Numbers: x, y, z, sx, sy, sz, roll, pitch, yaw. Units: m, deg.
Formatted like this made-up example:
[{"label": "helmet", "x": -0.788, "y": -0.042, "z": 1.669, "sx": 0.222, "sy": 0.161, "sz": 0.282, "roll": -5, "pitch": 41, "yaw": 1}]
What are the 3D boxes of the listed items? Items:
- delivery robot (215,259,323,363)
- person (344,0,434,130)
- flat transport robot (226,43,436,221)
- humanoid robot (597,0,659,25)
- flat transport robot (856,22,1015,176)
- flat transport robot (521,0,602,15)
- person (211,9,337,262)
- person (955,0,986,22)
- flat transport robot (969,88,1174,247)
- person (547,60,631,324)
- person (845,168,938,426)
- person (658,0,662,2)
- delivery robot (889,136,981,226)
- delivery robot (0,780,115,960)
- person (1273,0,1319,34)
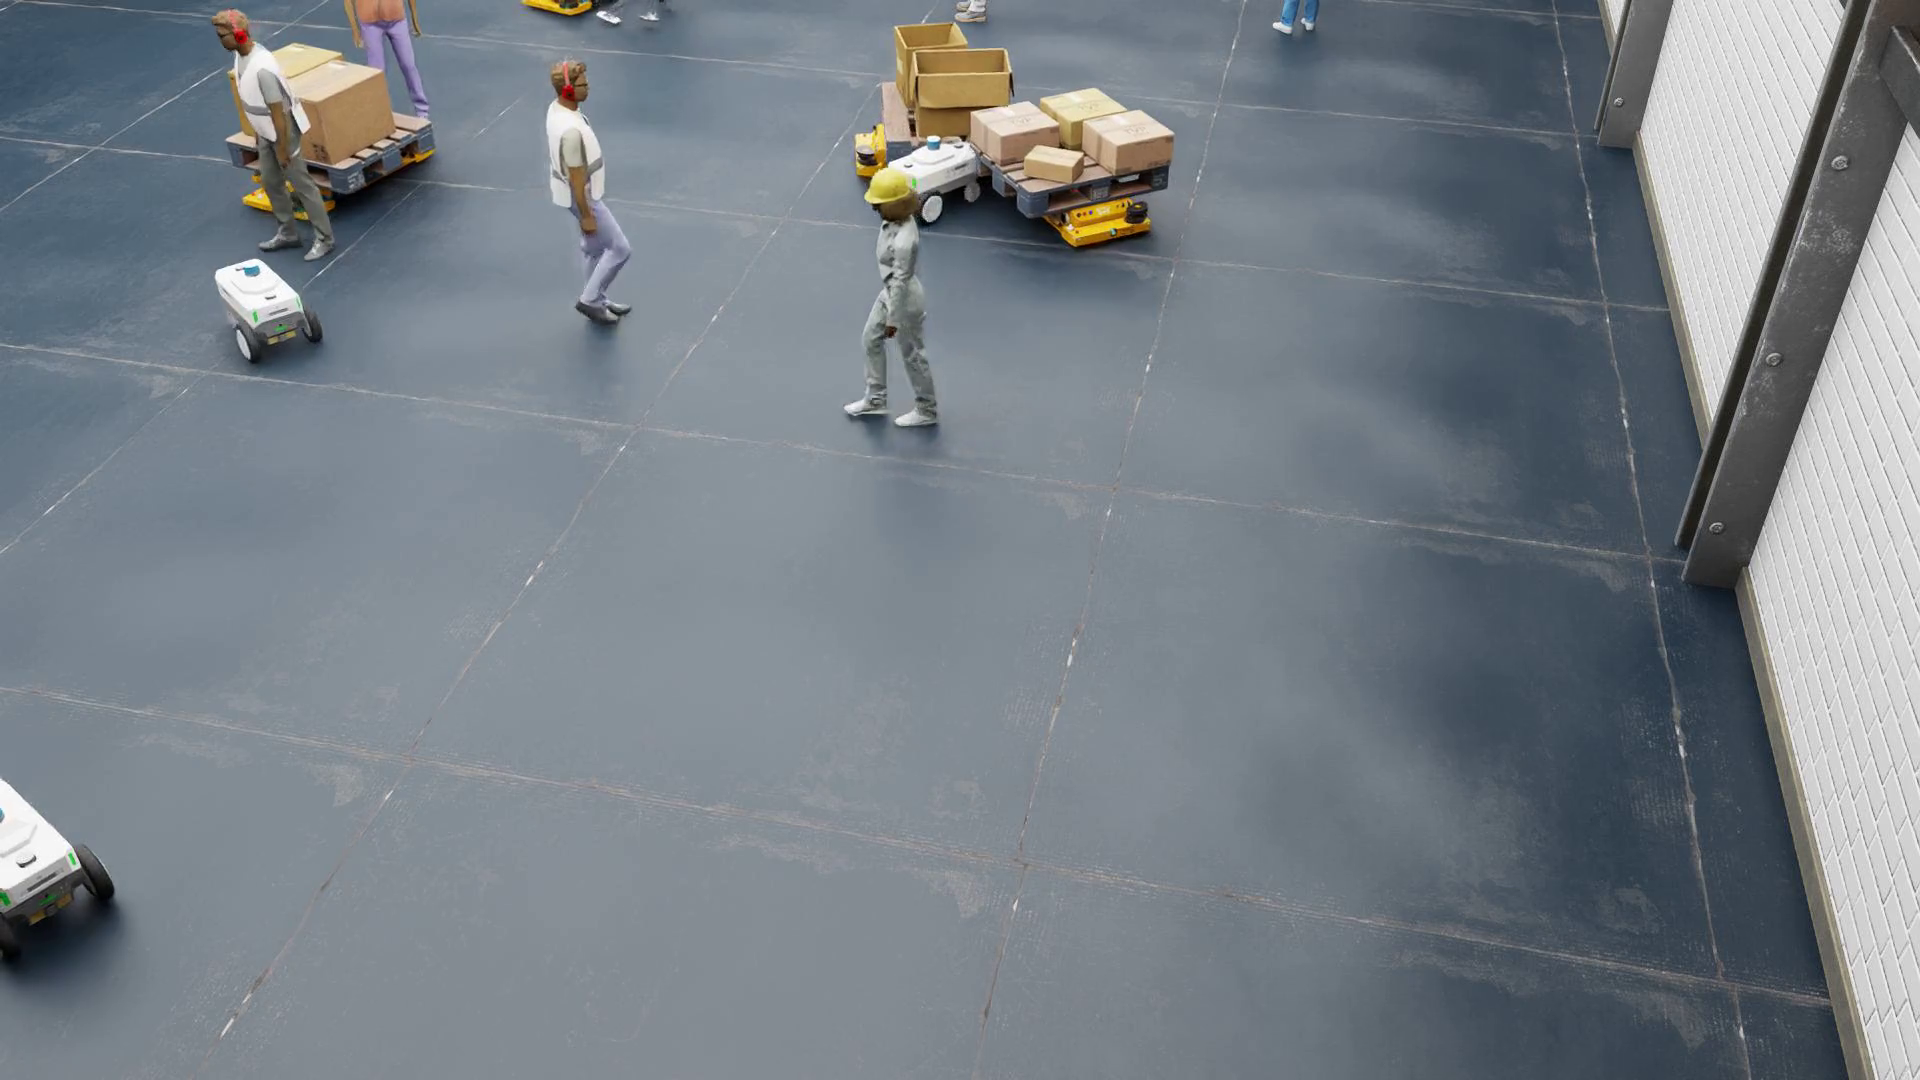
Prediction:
[{"label": "delivery robot", "x": -4.656, "y": -1.583, "z": 11.081, "sx": 0.499, "sy": 0.575, "sz": 0.759, "roll": -27, "pitch": 44, "yaw": -31}, {"label": "person", "x": -4.698, "y": -4.230, "z": 13.576, "sx": 0.577, "sy": 1.838, "sz": 0.443, "roll": -17, "pitch": 40, "yaw": -22}, {"label": "flat transport robot", "x": -4.903, "y": -2.931, "z": 13.141, "sx": 0.659, "sy": 0.231, "sz": 1.431, "roll": 17, "pitch": 40, "yaw": 21}, {"label": "humanoid robot", "x": -3.084, "y": -5.626, "z": 15.523, "sx": 0.930, "sy": 1.760, "sz": 0.548, "roll": 24, "pitch": 43, "yaw": 28}, {"label": "flat transport robot", "x": -0.123, "y": -3.178, "z": 13.471, "sx": 1.431, "sy": 0.231, "sz": 0.659, "roll": -2, "pitch": 37, "yaw": -3}, {"label": "flat transport robot", "x": -3.683, "y": -5.612, "z": 16.729, "sx": 0.659, "sy": 0.231, "sz": 1.431, "roll": 20, "pitch": 41, "yaw": 25}, {"label": "person", "x": -4.857, "y": -2.833, "z": 11.722, "sx": 0.533, "sy": 1.821, "sz": 0.565, "roll": -27, "pitch": 44, "yaw": -31}, {"label": "person", "x": 0.123, "y": -5.875, "z": 15.734, "sx": 0.355, "sy": 1.882, "sz": 0.573, "roll": 4, "pitch": 37, "yaw": 5}, {"label": "flat transport robot", "x": 0.825, "y": -2.681, "z": 12.806, "sx": 0.659, "sy": 0.231, "sz": 1.431, "roll": -16, "pitch": 40, "yaw": -21}, {"label": "person", "x": -2.441, "y": -2.251, "z": 10.918, "sx": 0.457, "sy": 1.832, "sz": 0.597, "roll": -10, "pitch": 38, "yaw": -14}, {"label": "person", "x": -0.449, "y": -1.409, "z": 9.888, "sx": 0.707, "sy": 1.711, "sz": 0.495, "roll": -6, "pitch": 37, "yaw": -7}, {"label": "person", "x": -2.926, "y": -6.073, "z": 16.178, "sx": 0.567, "sy": 1.668, "sz": 0.566, "roll": -19, "pitch": 41, "yaw": -24}, {"label": "delivery robot", "x": -0.206, "y": -2.787, "z": 12.703, "sx": 0.789, "sy": 0.587, "sz": 0.499, "roll": -29, "pitch": 46, "yaw": -33}, {"label": "delivery robot", "x": -4.058, "y": 1.374, "z": 7.153, "sx": 0.780, "sy": 0.609, "sz": 0.523, "roll": 27, "pitch": 44, "yaw": 31}, {"label": "person", "x": 3.233, "y": -5.592, "z": 15.479, "sx": 0.487, "sy": 1.732, "sz": 0.365, "roll": -13, "pitch": 39, "yaw": -16}]
